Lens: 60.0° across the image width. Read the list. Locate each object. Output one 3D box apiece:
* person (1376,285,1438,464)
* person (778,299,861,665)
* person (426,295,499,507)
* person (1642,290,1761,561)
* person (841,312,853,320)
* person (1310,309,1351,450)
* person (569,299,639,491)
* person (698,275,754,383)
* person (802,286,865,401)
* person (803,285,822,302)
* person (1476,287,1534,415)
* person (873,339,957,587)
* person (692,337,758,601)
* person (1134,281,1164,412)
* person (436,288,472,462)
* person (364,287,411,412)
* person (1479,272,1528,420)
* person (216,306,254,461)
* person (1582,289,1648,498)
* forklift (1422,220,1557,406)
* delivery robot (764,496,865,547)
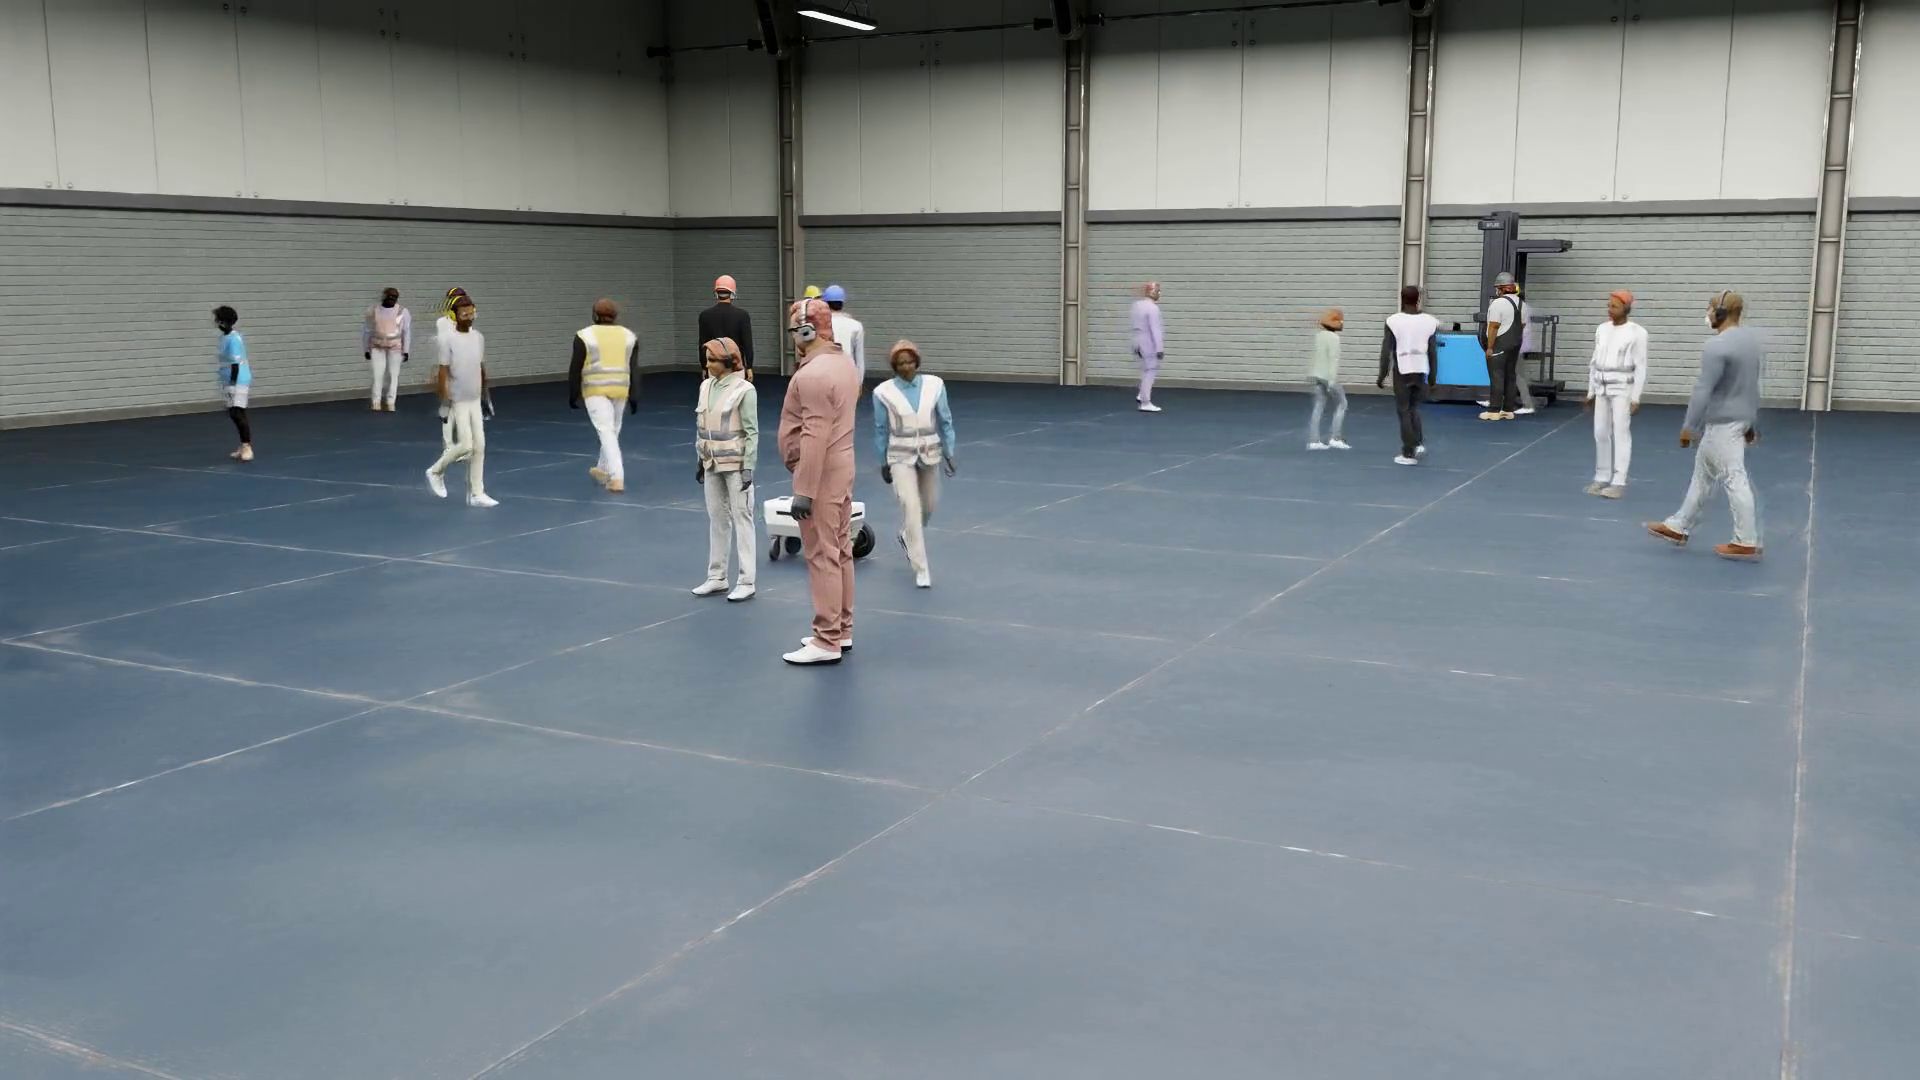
[{"bbox_3d":[4.768,-1.763,17.747,0.586,1.897,0.490,-3,10,-18],"label":"person"},{"bbox_3d":[-0.753,-0.307,8.747,0.407,1.902,0.639,2,9,12],"label":"person"},{"bbox_3d":[-4.362,-1.214,14.538,0.577,1.847,0.539,4,10,25],"label":"person"},{"bbox_3d":[5.373,-0.836,12.000,0.661,1.897,0.957,-9,13,-43],"label":"person"},{"bbox_3d":[-1.857,-2.769,24.413,0.549,1.724,0.839,-5,10,-28],"label":"person"},{"bbox_3d":[4.277,-1.836,19.075,0.574,1.610,0.499,-3,10,-16],"label":"person"},{"bbox_3d":[-3.365,-1.377,15.738,0.620,1.785,1.009,-7,12,-37],"label":"person"},{"bbox_3d":[-2.576,-1.923,18.420,0.621,1.992,0.387,1,9,9],"label":"person"},{"bbox_3d":[-1.302,-1.650,17.050,0.617,1.894,0.999,-4,10,-24],"label":"person"},{"bbox_3d":[-2.253,-3.024,25.755,0.480,1.814,0.616,5,10,28],"label":"person"},{"bbox_3d":[7.833,-2.726,23.777,0.874,1.862,0.614,5,11,30],"label":"person"},{"bbox_3d":[-0.328,-0.539,11.065,0.543,1.608,0.771,-3,10,-17],"label":"person"},{"bbox_3d":[-1.462,-0.447,10.409,0.513,1.639,0.311,8,12,39],"label":"person"},{"bbox_3d":[2.801,-2.822,24.282,0.447,1.889,0.670,-2,10,-14],"label":"person"},{"bbox_3d":[-5.426,-1.789,17.996,0.309,1.864,0.535,4,10,26],"label":"person"},{"bbox_3d":[-8.309,-2.761,24.175,0.666,1.810,0.542,-2,9,-13],"label":"person"},{"bbox_3d":[7.506,-2.683,23.096,0.676,2.000,0.536,-7,11,-36],"label":"person"},{"bbox_3d":[-7.842,-1.688,17.978,0.316,1.678,0.609,-5,11,-29],"label":"person"},{"bbox_3d":[5.972,-1.339,15.169,0.340,1.883,0.577,-4,10,-24],"label":"person"},{"bbox_3d":[8.245,-3.527,25.720,1.873,2.768,1.129,5,10,27],"label":"forklift"},{"bbox_3d":[-1.045,-0.174,11.900,0.707,0.478,0.477,5,11,28],"label":"delivery robot"}]
